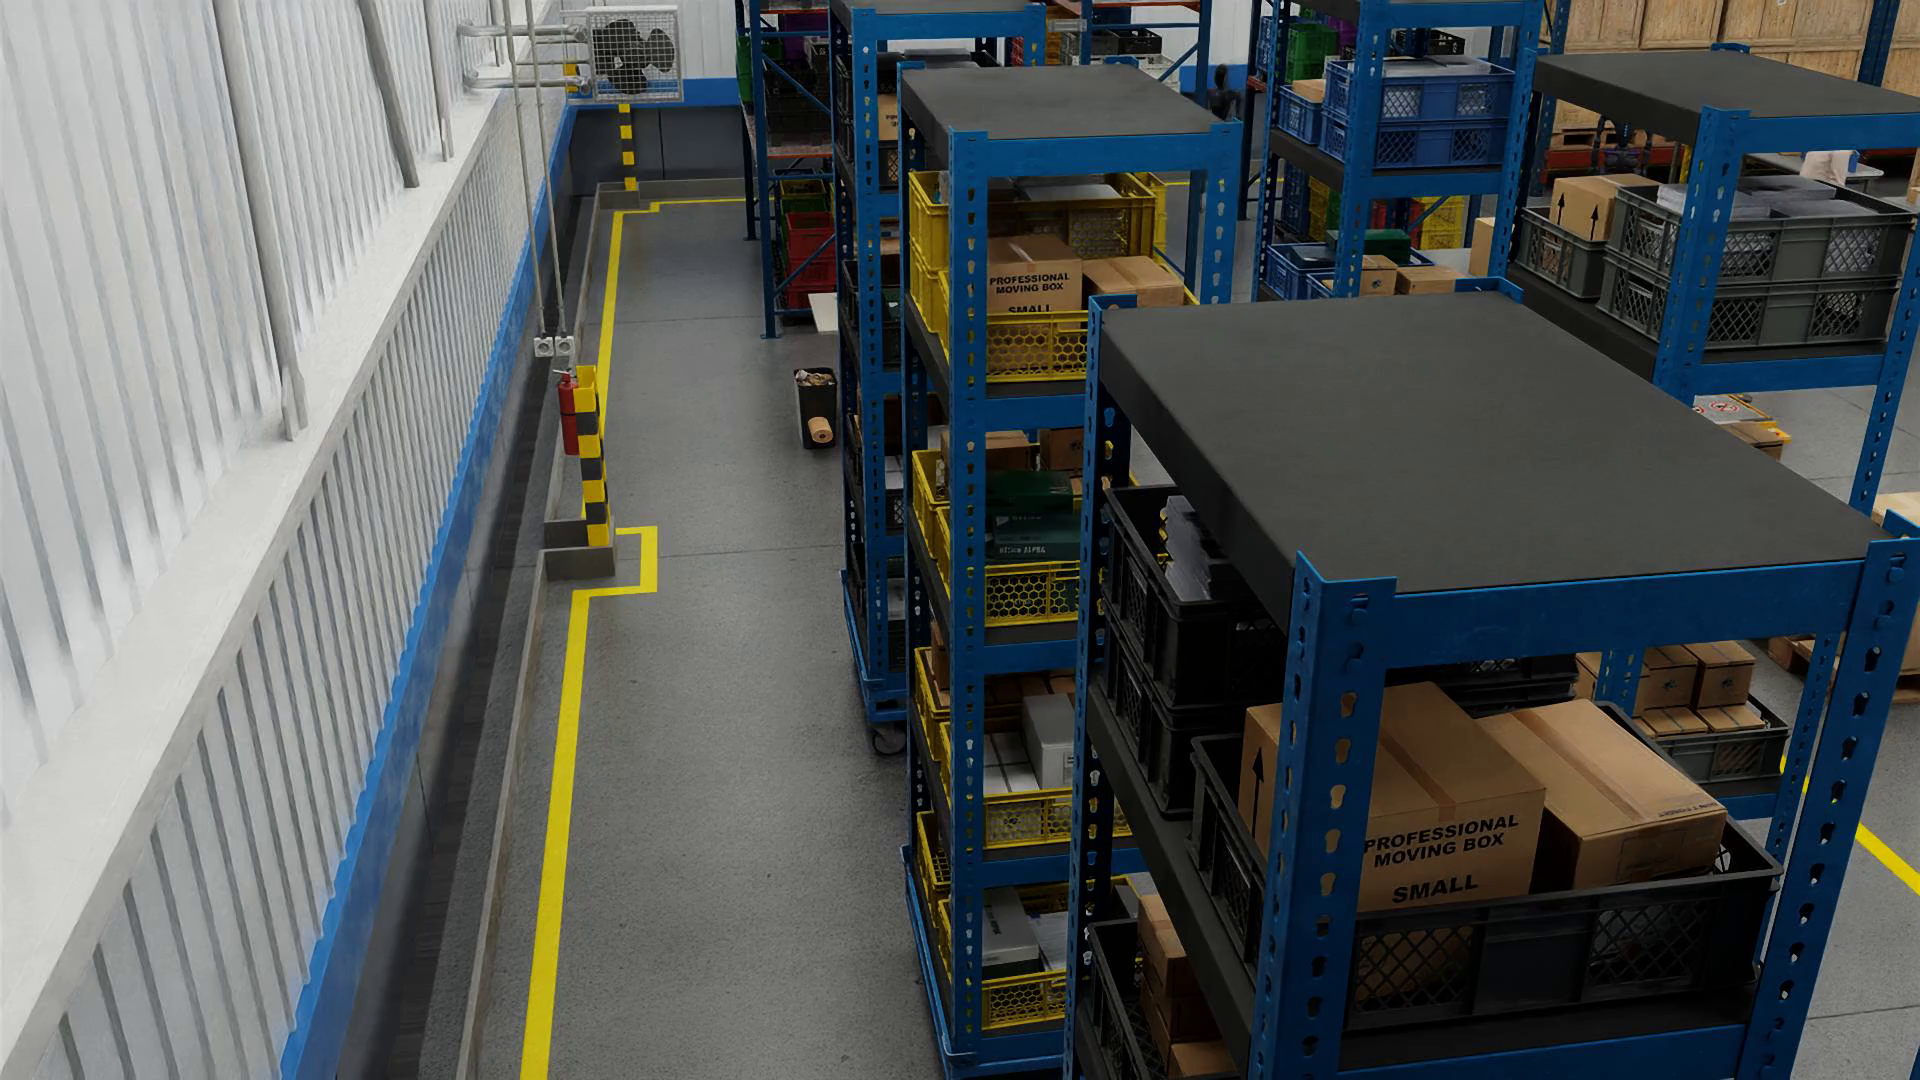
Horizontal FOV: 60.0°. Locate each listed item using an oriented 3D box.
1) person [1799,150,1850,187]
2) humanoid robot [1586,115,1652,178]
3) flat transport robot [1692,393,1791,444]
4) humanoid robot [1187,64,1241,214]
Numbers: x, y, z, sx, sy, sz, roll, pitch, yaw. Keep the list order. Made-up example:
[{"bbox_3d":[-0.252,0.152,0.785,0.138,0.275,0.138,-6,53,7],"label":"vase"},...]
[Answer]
[{"bbox_3d":[7.477,-2.921,14.585,0.384,1.992,0.624,2,25,5],"label":"person"},{"bbox_3d":[6.634,-3.758,16.765,0.598,1.657,0.325,7,26,14],"label":"humanoid robot"},{"bbox_3d":[5.224,-0.859,12.132,1.431,0.197,0.652,-4,25,-8],"label":"flat transport robot"},{"bbox_3d":[2.844,-4.379,18.213,0.526,1.622,0.775,15,28,29],"label":"humanoid robot"}]
